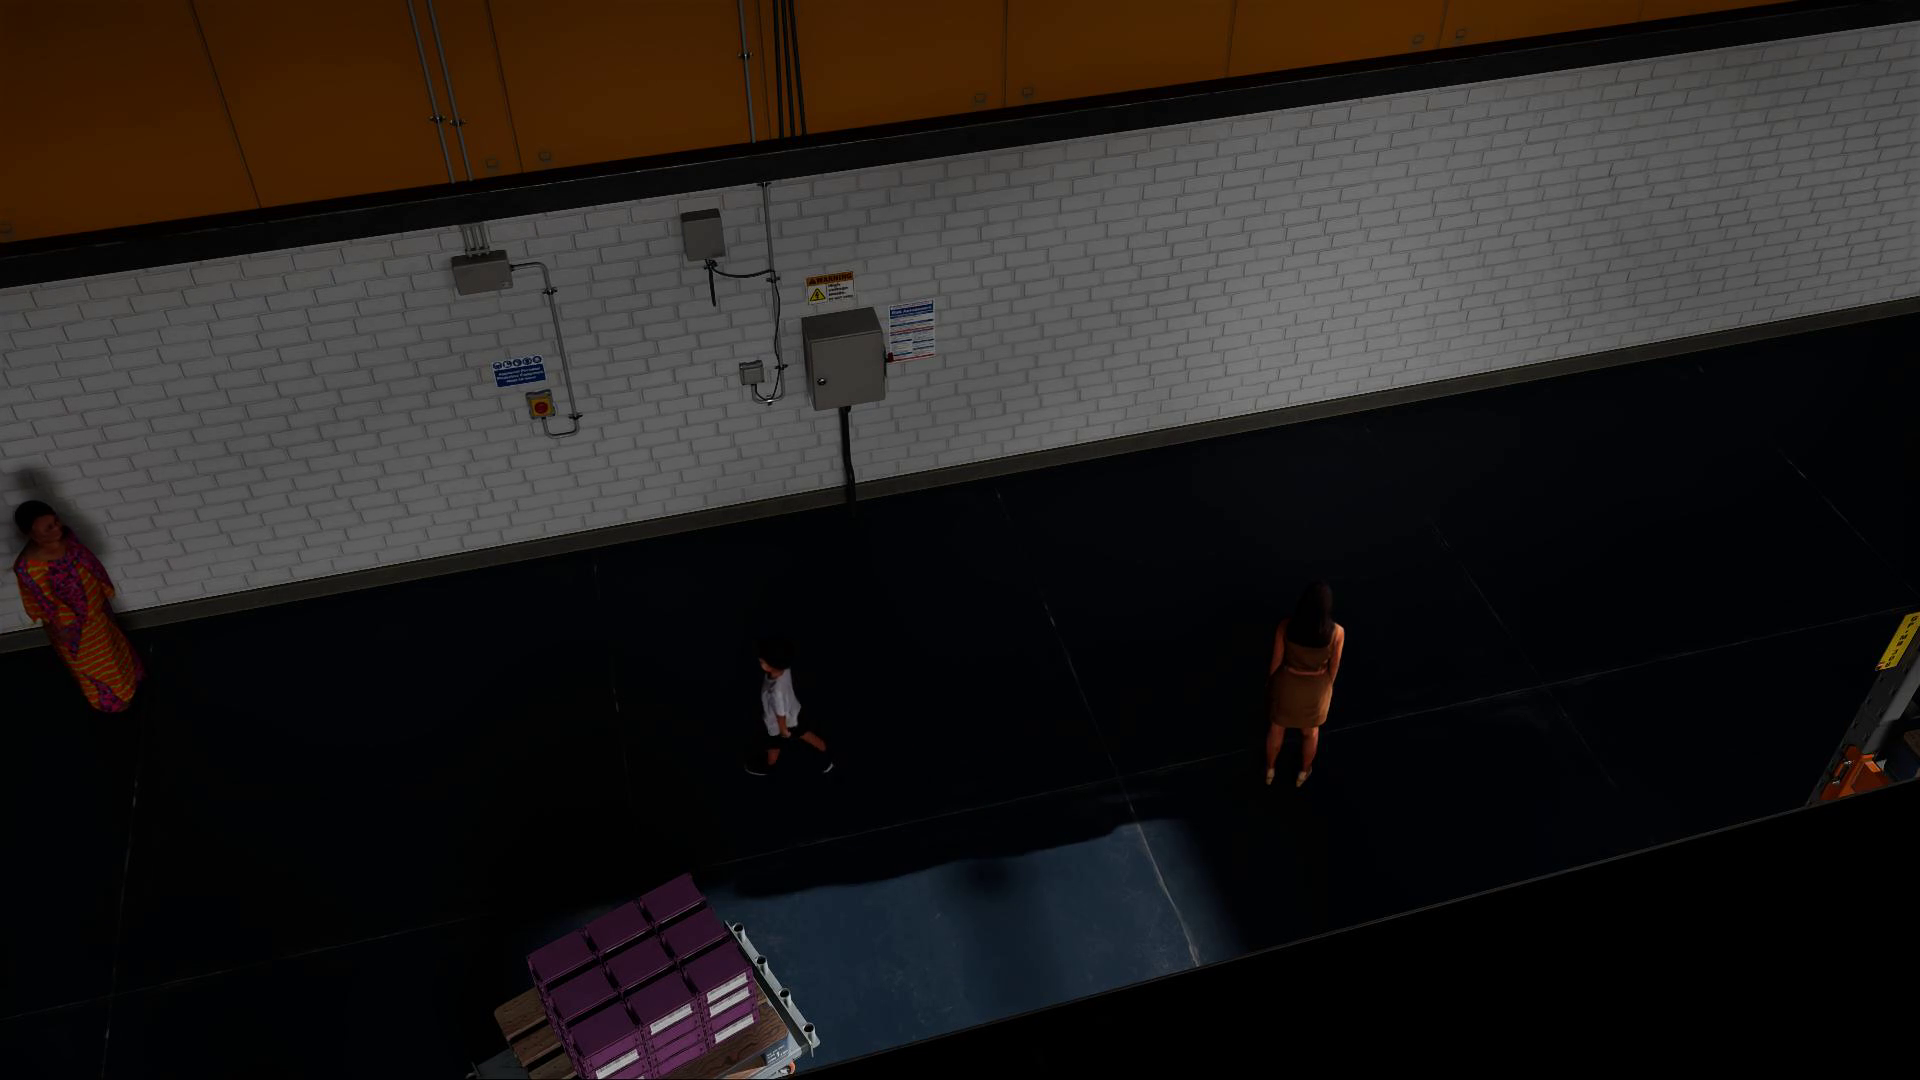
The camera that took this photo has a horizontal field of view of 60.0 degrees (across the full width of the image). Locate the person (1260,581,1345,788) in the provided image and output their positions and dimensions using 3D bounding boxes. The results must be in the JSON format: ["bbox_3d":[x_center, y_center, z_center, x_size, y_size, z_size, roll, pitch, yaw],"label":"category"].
[{"bbox_3d":[2.030,0.878,9.940,0.629,1.690,0.637,7,44,8],"label":"person"}]

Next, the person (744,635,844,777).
[{"bbox_3d":[-1.021,1.025,10.108,0.756,1.246,0.851,6,44,6],"label":"person"}]

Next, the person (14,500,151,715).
[{"bbox_3d":[-5.554,0.382,10.466,0.799,1.682,0.702,3,44,4],"label":"person"}]
